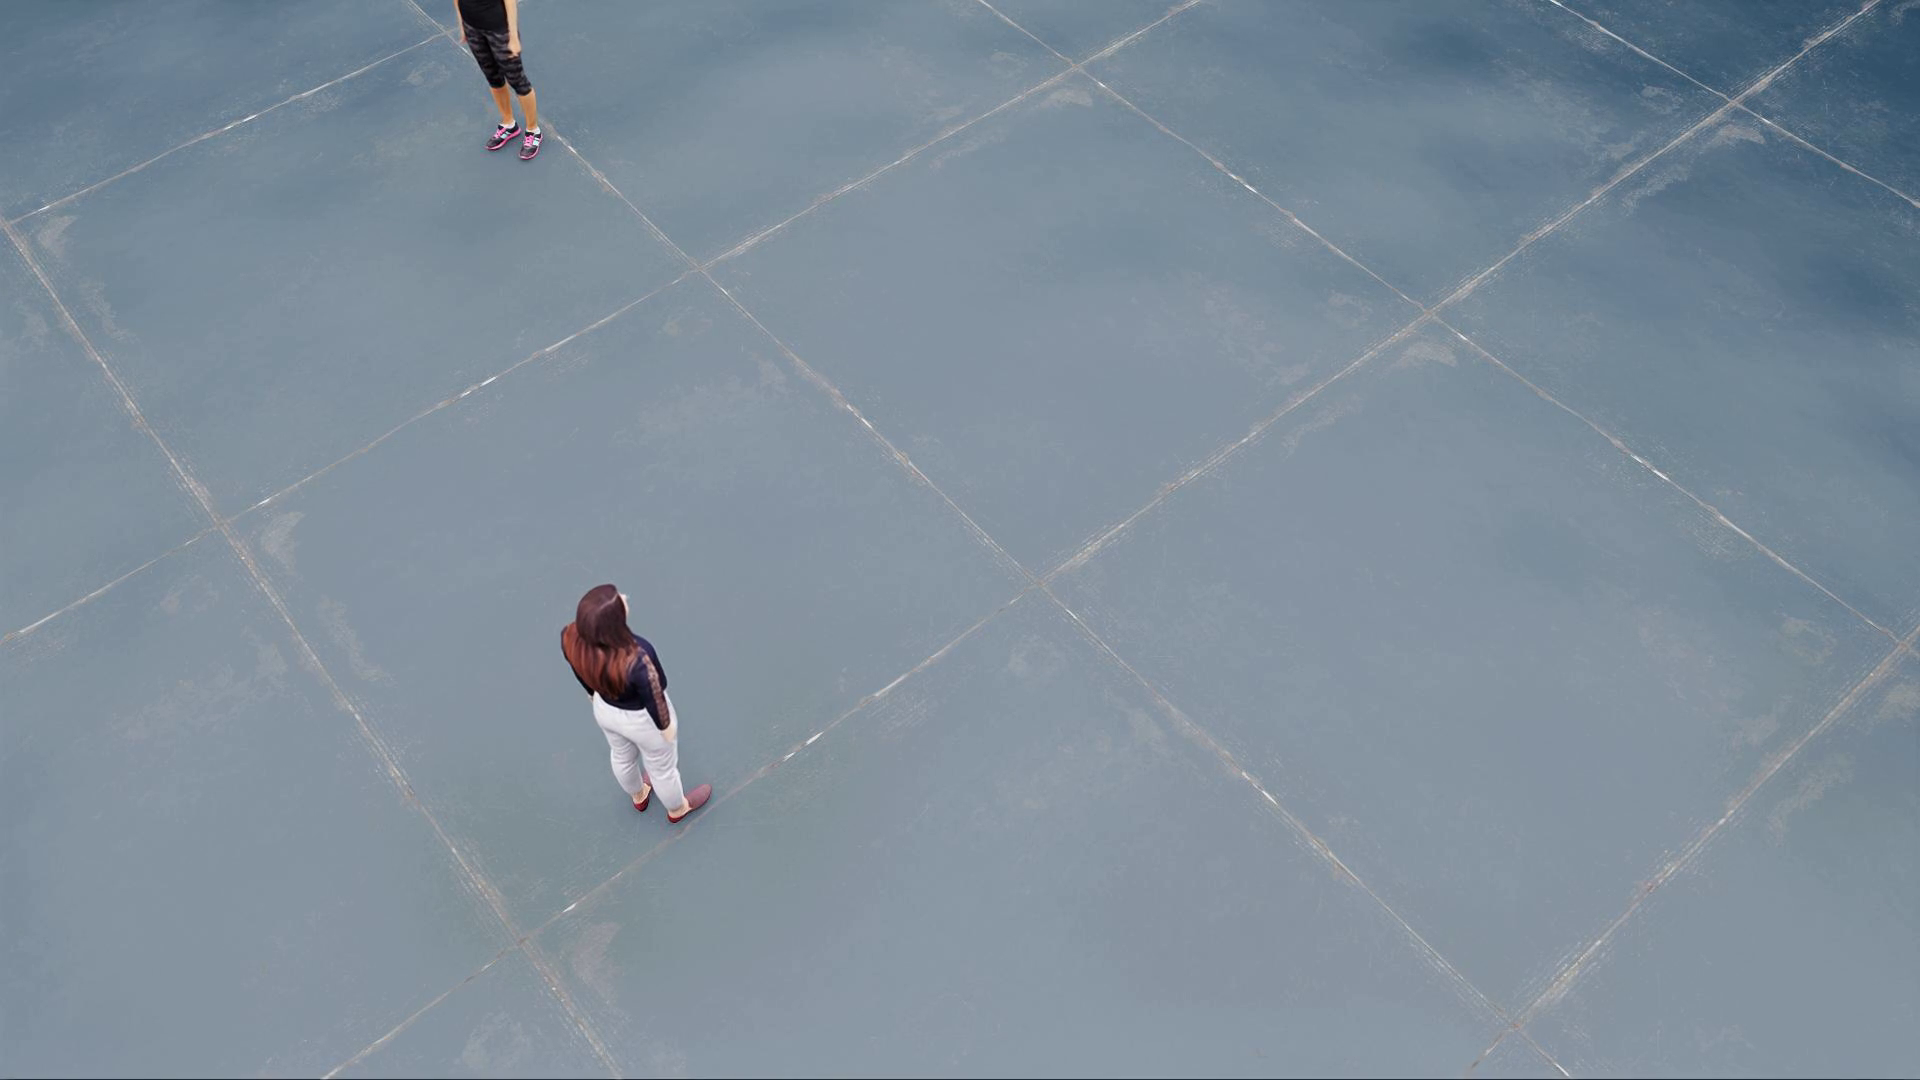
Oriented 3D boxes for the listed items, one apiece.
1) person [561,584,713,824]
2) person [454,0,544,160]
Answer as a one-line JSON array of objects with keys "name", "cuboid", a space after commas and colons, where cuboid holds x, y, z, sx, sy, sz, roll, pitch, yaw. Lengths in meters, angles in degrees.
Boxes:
[{"name": "person", "cuboid": [-1.367, 0.699, 6.984, 0.667, 1.607, 0.653, 23, 56, 17]}, {"name": "person", "cuboid": [-2.753, -3.033, 9.797, 0.642, 1.730, 0.652, 21, 55, 15]}]
